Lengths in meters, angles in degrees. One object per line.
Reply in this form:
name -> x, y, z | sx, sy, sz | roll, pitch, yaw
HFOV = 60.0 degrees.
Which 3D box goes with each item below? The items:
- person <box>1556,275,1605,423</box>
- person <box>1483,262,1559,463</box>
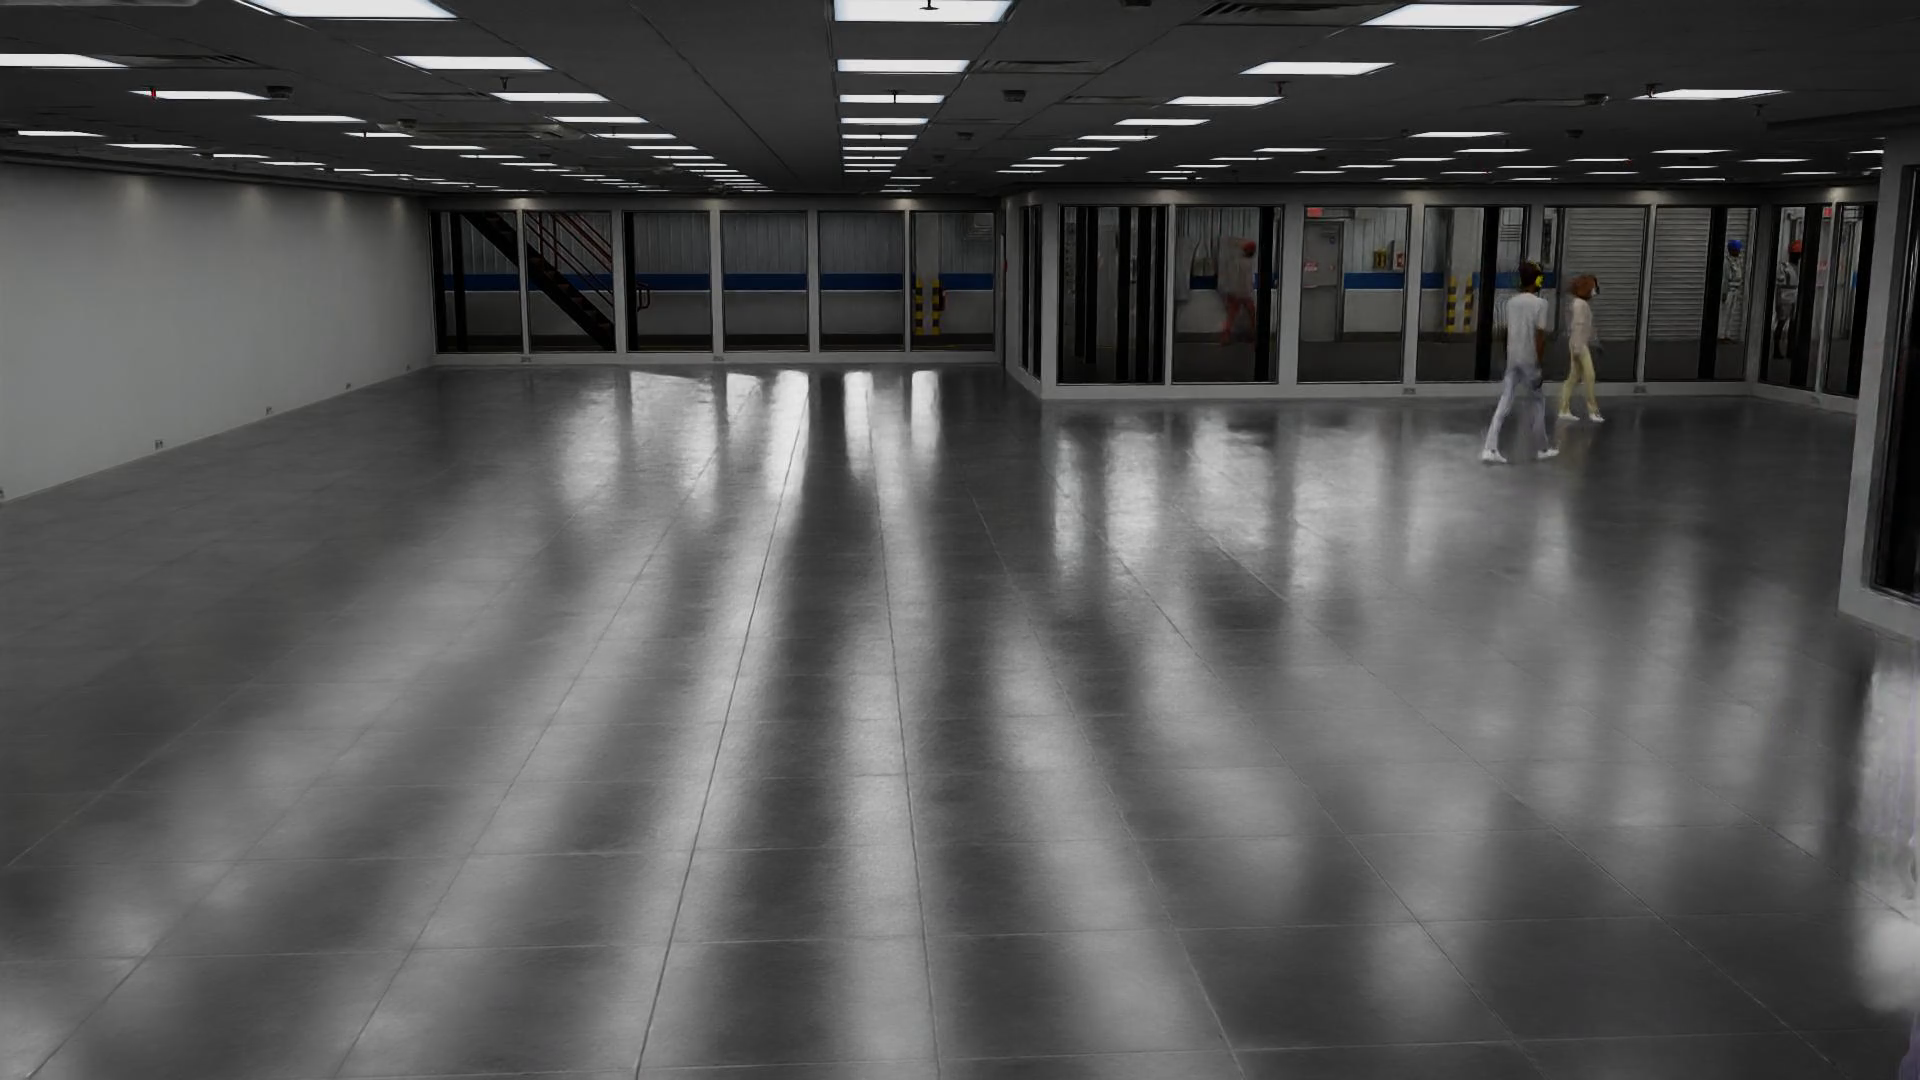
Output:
person -> 6.888, -2.107, 18.353 | 0.538, 1.606, 0.547 | 5, 12, 24
person -> 5.101, -1.601, 15.075 | 0.971, 1.823, 0.540 | -7, 13, -34
